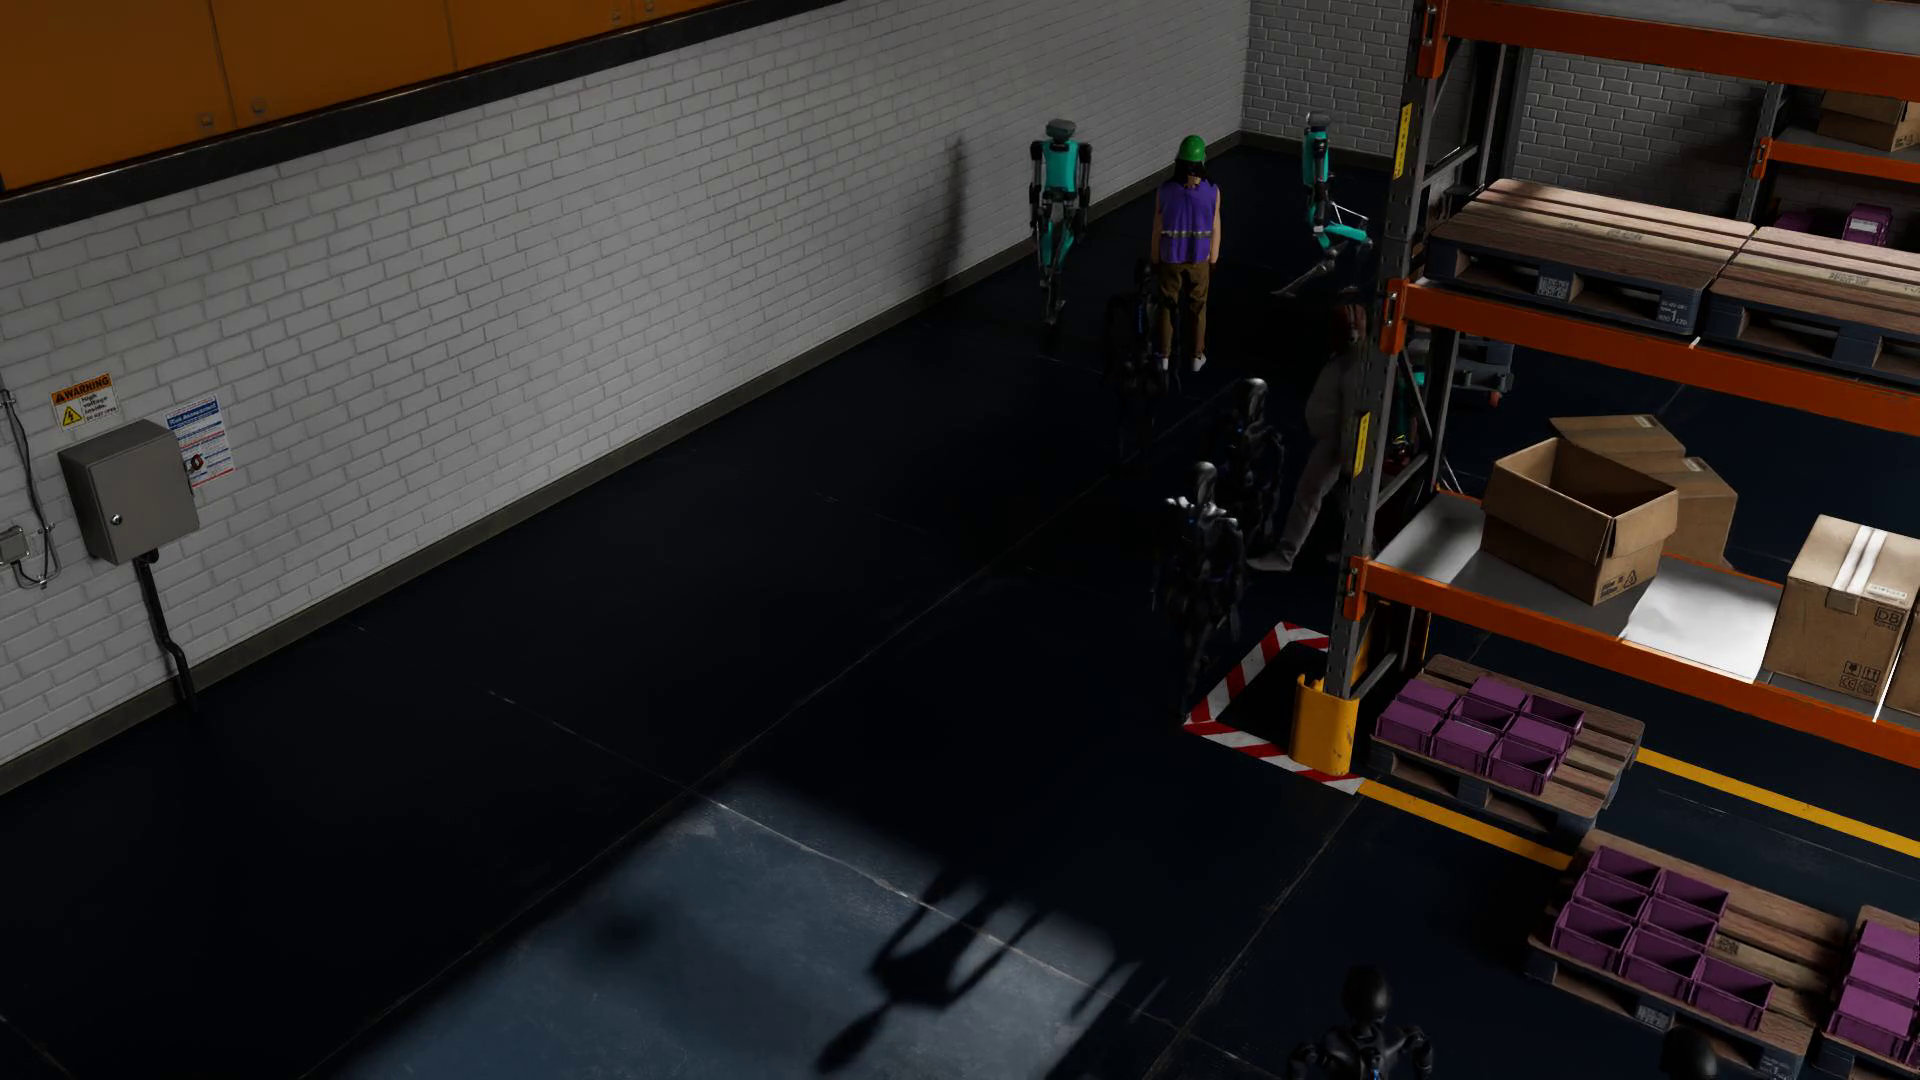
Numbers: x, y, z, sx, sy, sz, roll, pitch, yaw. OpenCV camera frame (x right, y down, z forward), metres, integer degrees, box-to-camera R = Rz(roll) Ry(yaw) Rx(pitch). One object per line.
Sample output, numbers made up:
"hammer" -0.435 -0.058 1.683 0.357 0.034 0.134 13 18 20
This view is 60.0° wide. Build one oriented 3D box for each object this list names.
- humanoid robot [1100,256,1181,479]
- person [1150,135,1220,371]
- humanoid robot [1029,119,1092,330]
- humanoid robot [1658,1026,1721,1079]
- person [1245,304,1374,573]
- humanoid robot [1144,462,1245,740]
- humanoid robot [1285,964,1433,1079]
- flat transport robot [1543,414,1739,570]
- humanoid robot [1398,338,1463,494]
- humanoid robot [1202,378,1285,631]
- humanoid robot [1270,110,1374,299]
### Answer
"humanoid robot" 1.271 -1.183 11.680 0.584 1.641 0.442 5 30 9
"person" 1.797 -2.275 13.323 0.546 1.929 0.418 1 30 3
"humanoid robot" 0.776 -2.603 14.128 0.530 1.776 1.002 8 31 13
"humanoid robot" 2.377 2.332 5.599 0.593 1.640 0.623 -7 31 -13
"person" 2.330 -0.630 10.536 0.833 1.868 0.666 7 31 12
"humanoid robot" 1.337 0.259 9.235 0.613 1.635 0.769 19 35 29
"humanoid robot" 1.365 2.130 5.943 0.616 1.639 0.629 -5 30 -9
"flat transport robot" 4.159 0.177 10.732 1.431 0.231 0.659 -2 30 -4
"humanoid robot" 2.948 -0.359 10.190 0.686 1.785 0.540 8 31 14
"humanoid robot" 1.680 -0.252 10.115 0.592 1.617 0.801 22 37 33
"humanoid robot" 3.321 -2.889 14.630 1.042 1.755 0.558 0 30 1
